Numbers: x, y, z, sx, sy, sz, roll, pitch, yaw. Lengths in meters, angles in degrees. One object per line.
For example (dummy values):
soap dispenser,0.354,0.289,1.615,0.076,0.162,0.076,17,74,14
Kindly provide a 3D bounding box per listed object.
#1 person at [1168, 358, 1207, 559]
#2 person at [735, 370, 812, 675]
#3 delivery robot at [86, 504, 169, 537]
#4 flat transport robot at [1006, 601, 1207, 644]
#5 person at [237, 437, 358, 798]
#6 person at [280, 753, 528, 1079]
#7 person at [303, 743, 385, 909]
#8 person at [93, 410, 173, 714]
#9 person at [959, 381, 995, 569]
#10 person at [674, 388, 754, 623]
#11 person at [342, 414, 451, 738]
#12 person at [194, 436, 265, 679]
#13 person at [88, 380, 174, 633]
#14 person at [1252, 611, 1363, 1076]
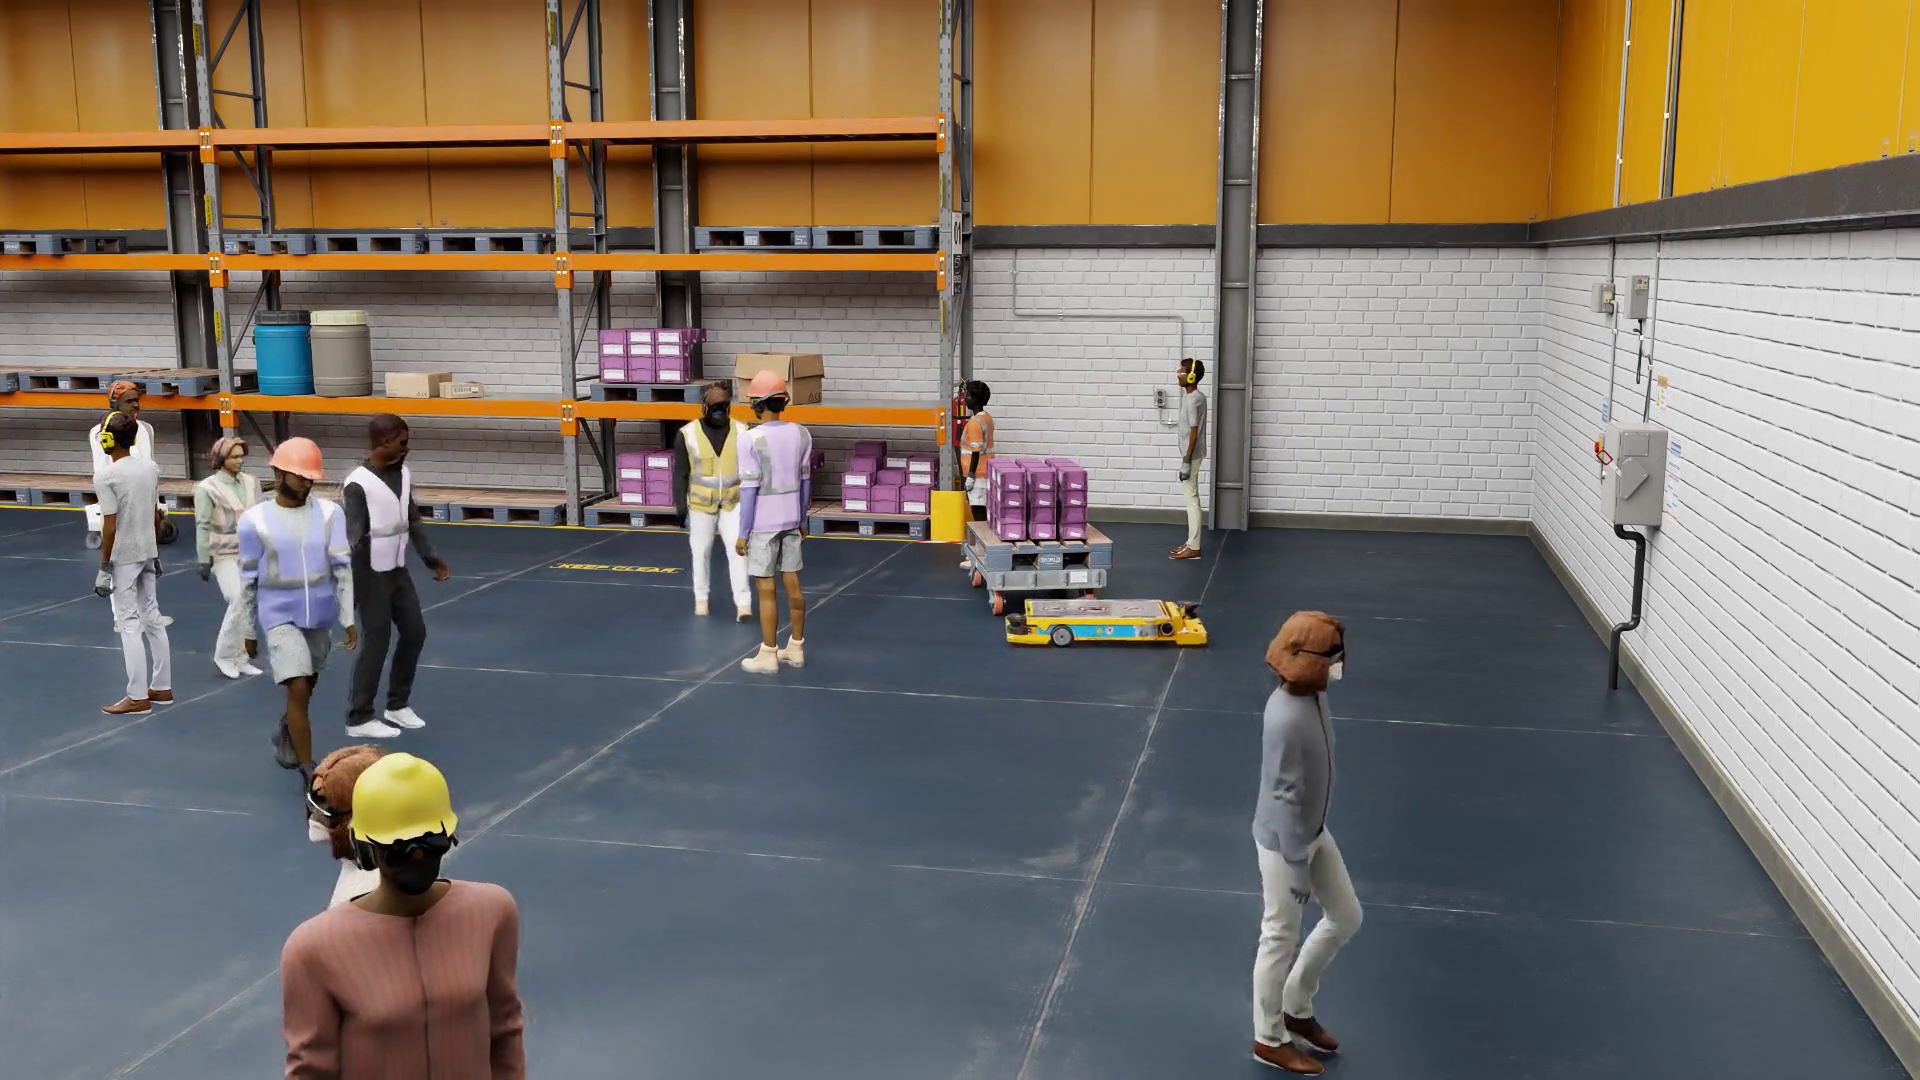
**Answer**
person,2.126,-0.755,15.471,0.328,1.877,0.513,2,10,12
person,-1.273,-0.117,11.196,0.374,2.044,0.605,8,13,41
delivery robot,-8.031,-0.240,16.040,0.707,0.478,0.477,2,10,9
flat transport robot,1.055,0.595,12.212,1.431,0.197,0.652,0,10,1
person,-3.516,0.381,8.777,0.536,1.890,1.030,-8,12,-40
person,-1.157,1.309,3.561,0.524,1.770,0.315,-8,12,-39
person,-1.460,1.286,4.146,0.448,1.620,0.523,-1,10,-3
person,-5.104,0.136,10.207,0.328,1.872,0.513,2,10,12
person,0.161,-0.589,15.012,0.318,1.697,0.535,2,10,12
person,-1.856,-0.258,12.749,0.643,1.796,0.914,-2,10,-14
person,-3.342,0.203,9.784,0.552,1.880,0.613,1,10,8
person,-4.787,0.124,11.021,0.381,1.625,0.520,3,10,18
person,-6.197,-0.248,12.442,0.356,1.882,0.574,2,10,14
person,1.180,1.032,5.620,0.403,1.618,0.538,5,11,27
